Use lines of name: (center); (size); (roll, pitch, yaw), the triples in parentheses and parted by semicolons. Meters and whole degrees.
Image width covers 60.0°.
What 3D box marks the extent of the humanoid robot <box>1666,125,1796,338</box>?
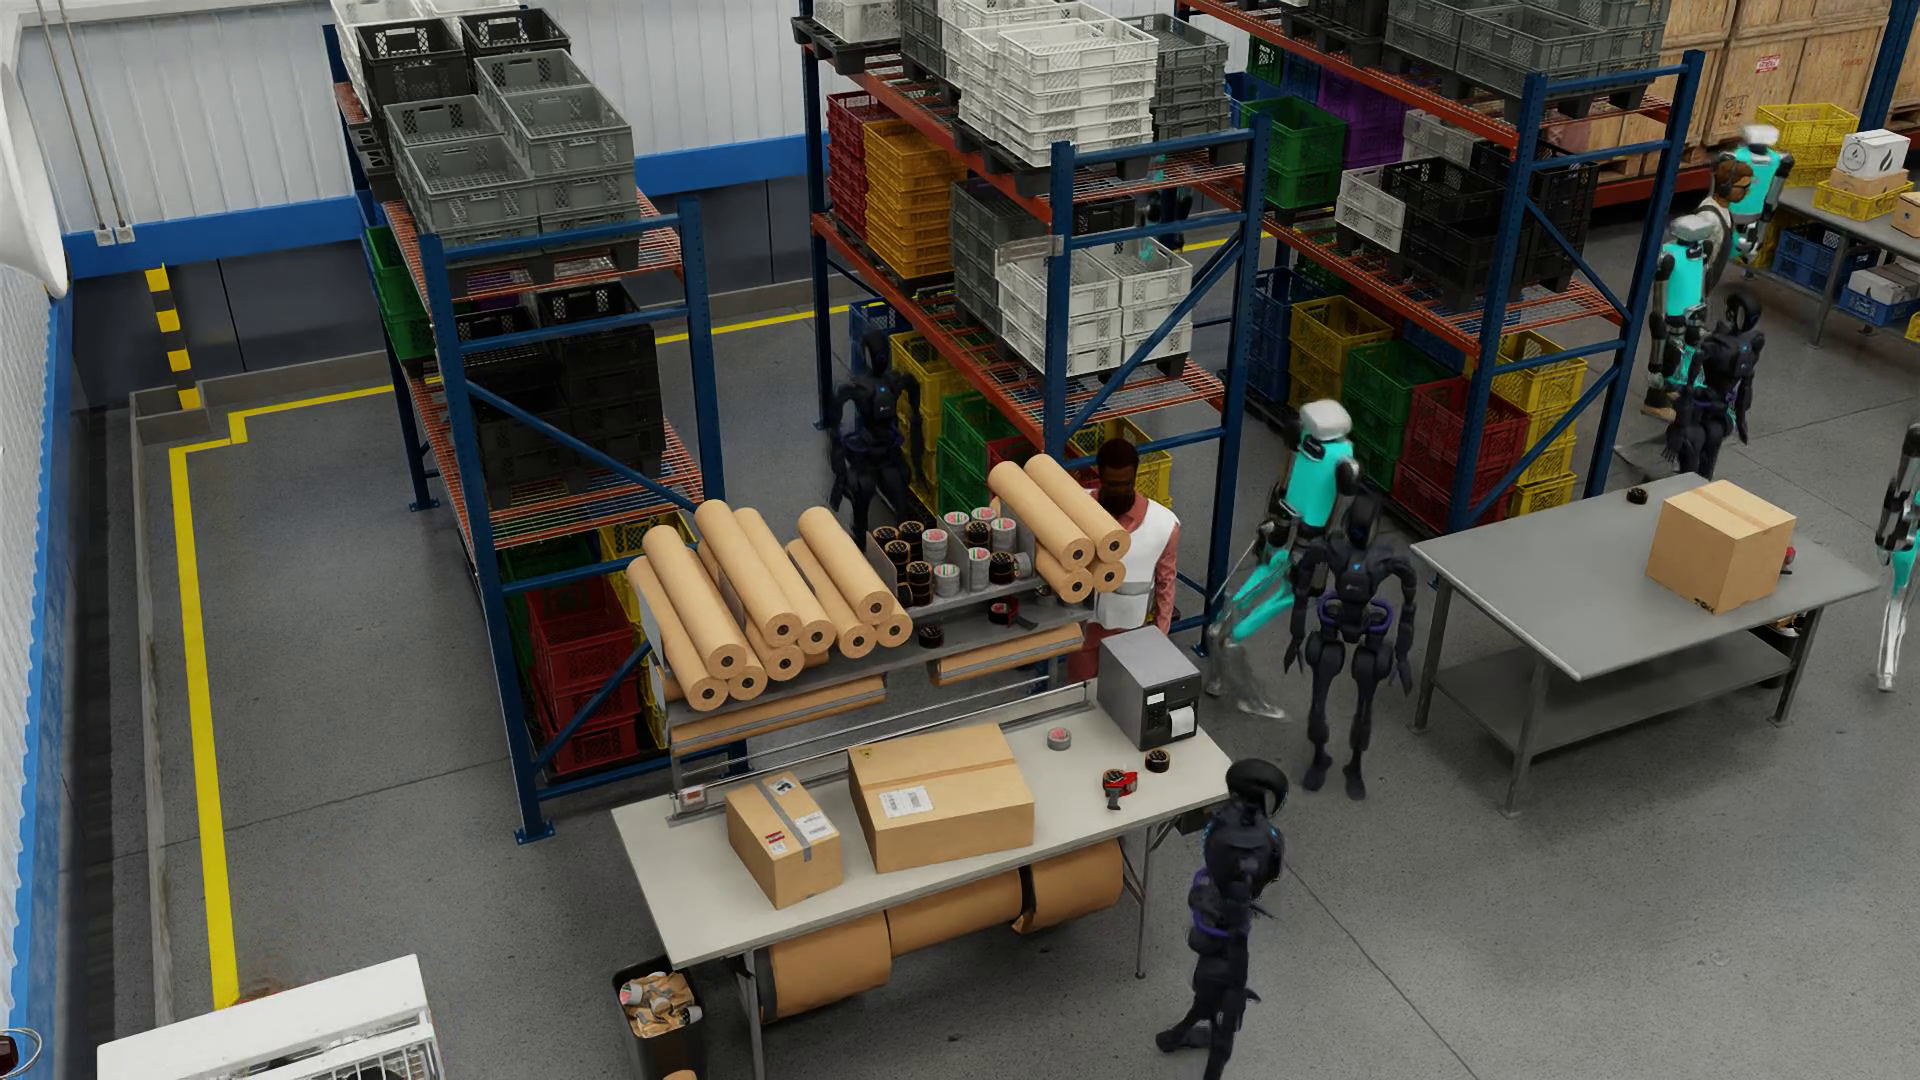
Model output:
humanoid robot: (5.581, -2.207, 12.248); (0.537, 1.868, 0.806); (1, 32, 1)

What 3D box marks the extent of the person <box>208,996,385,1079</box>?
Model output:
person: (-1.955, 2.112, 5.052); (0.569, 1.826, 0.611); (-4, 32, -6)

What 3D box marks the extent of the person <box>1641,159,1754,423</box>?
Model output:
person: (4.970, -1.678, 11.207); (0.338, 1.836, 0.500); (15, 35, 23)

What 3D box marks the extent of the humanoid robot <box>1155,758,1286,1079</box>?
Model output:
humanoid robot: (0.972, 1.470, 6.233); (0.406, 1.638, 0.600); (3, 32, 5)

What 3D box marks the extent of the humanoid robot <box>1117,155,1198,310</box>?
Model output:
humanoid robot: (1.370, -2.269, 12.261); (1.037, 1.727, 0.544); (-12, 34, -19)

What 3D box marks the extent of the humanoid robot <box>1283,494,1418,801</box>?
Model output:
humanoid robot: (1.836, 0.494, 7.825); (0.611, 1.651, 0.308); (11, 33, 17)

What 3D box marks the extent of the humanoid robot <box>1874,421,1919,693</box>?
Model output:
humanoid robot: (5.082, -0.073, 8.722); (0.546, 1.740, 1.040); (14, 34, 22)

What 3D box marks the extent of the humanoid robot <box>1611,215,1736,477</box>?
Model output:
humanoid robot: (4.613, -1.097, 10.365); (0.532, 1.743, 0.945); (-22, 38, -31)

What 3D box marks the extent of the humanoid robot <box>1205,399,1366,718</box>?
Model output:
humanoid robot: (1.529, 0.164, 8.312); (0.756, 1.791, 0.575); (-13, 34, -20)

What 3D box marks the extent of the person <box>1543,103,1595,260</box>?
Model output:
person: (4.935, -3.071, 13.537); (0.521, 1.762, 0.335); (-24, 39, -33)

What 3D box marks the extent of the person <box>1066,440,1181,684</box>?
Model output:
person: (0.697, 0.376, 7.786); (0.596, 1.918, 0.379); (10, 33, 15)

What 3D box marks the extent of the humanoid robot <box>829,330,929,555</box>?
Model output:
humanoid robot: (-0.445, -0.385, 9.266); (0.583, 1.635, 0.655); (-14, 34, -22)

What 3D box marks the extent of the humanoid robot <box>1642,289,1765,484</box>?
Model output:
humanoid robot: (4.359, -0.754, 9.859); (0.586, 1.636, 0.596); (-14, 34, -22)
